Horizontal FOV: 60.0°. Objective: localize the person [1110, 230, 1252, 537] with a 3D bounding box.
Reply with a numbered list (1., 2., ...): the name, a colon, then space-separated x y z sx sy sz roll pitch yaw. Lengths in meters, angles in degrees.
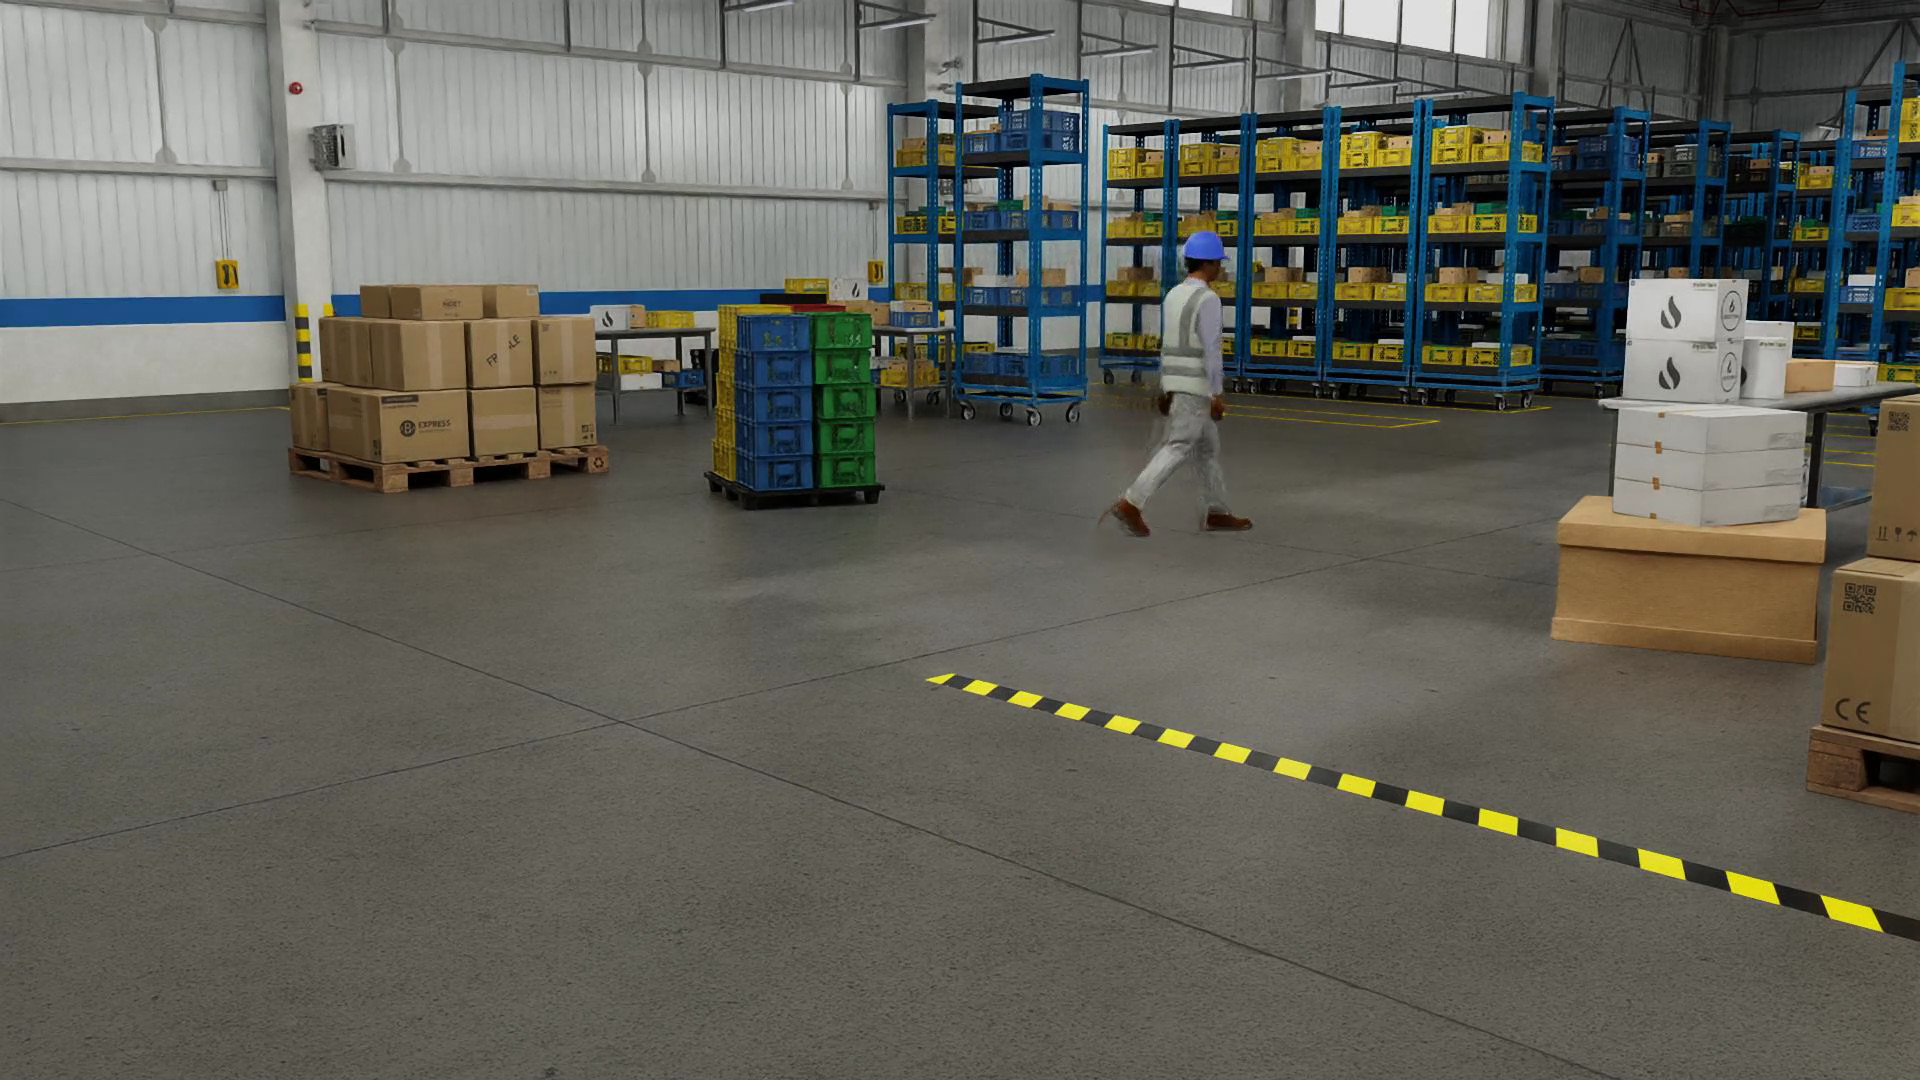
1. person: 1.377 -0.961 10.331 0.952 1.912 0.624 -2 10 -14
